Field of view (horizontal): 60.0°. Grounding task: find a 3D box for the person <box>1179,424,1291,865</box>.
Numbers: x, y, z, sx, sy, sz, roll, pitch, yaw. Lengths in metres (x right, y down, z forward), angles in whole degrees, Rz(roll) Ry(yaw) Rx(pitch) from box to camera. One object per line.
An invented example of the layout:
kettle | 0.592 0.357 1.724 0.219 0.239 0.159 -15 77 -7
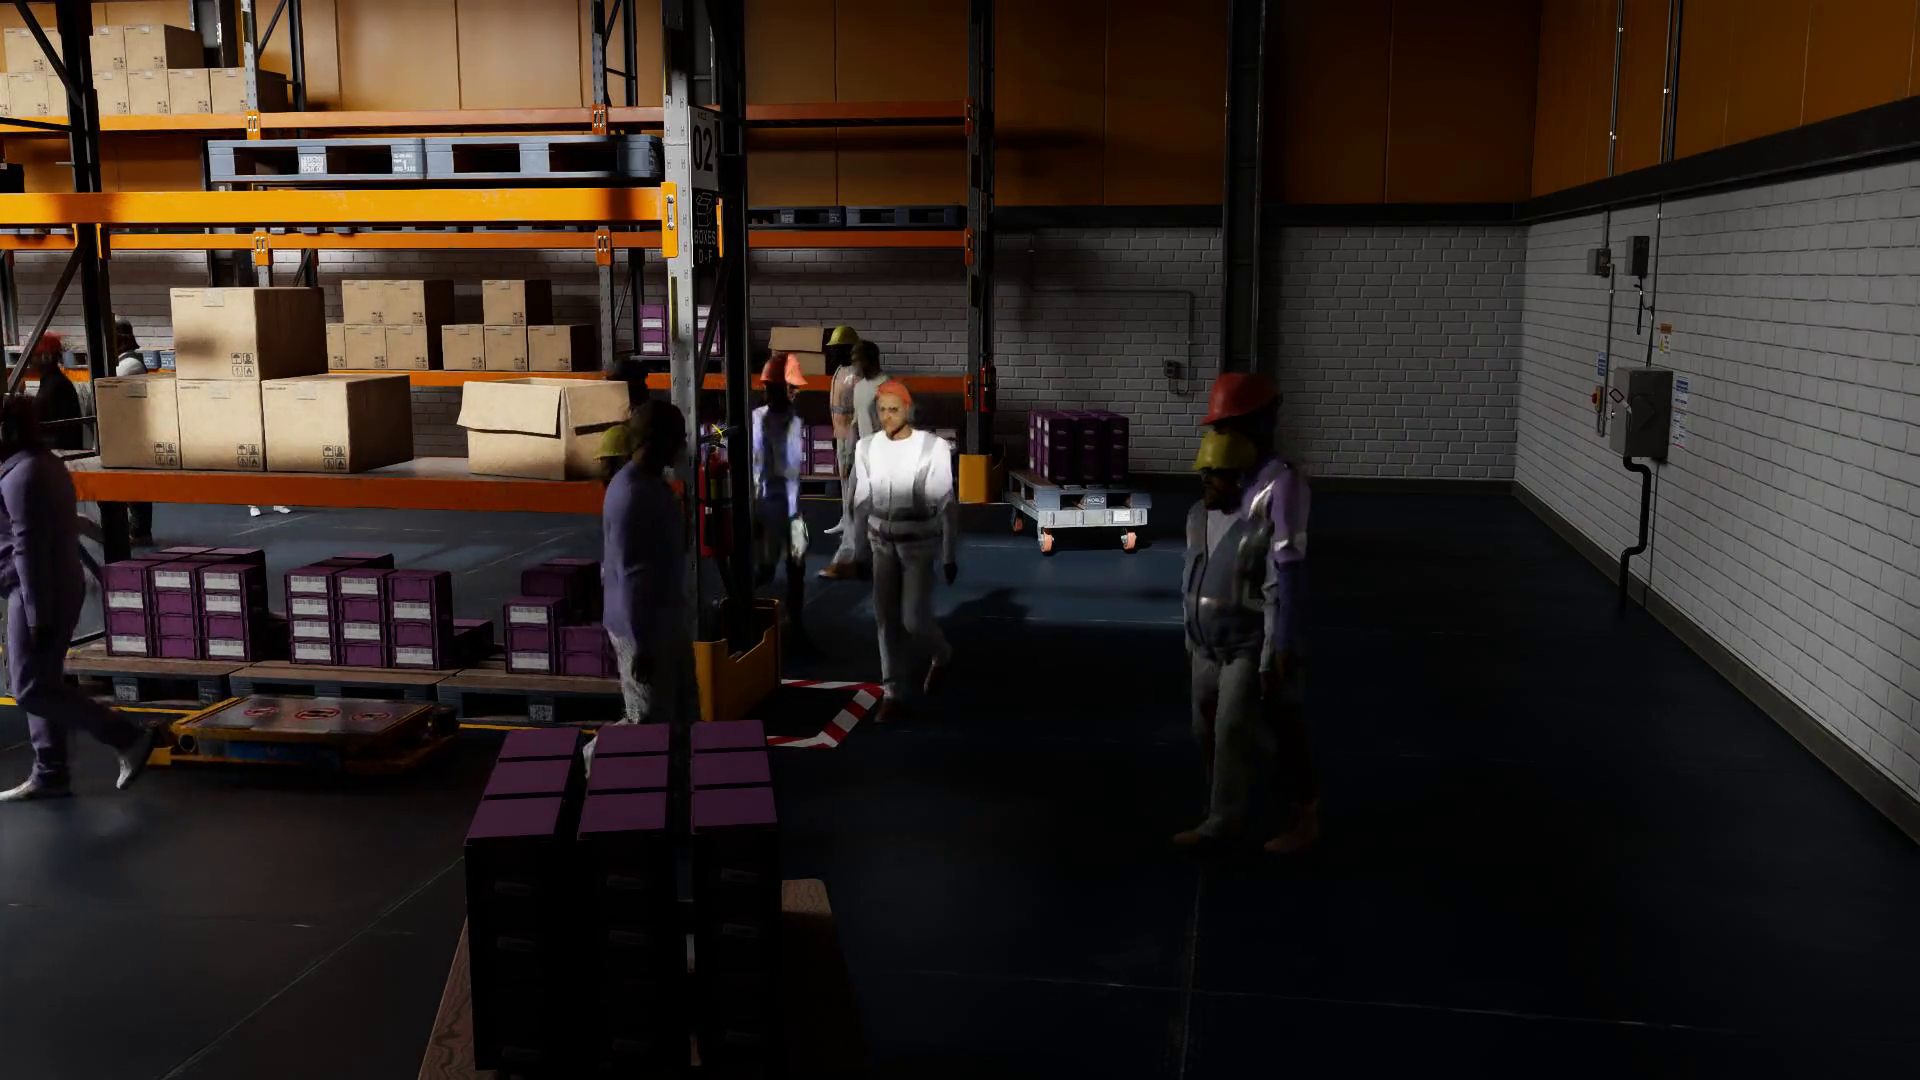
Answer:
person | 1.186 0.410 6.893 0.686 1.808 0.592 -6 11 -34

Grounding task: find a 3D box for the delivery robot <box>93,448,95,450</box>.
delivery robot | -9.064 -0.731 17.523 0.707 0.478 0.477 4 10 22

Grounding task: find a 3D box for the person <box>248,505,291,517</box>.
person | -6.891 -1.058 16.498 0.513 1.638 0.313 -8 12 -42

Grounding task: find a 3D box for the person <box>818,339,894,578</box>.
person | -0.710 -0.627 13.108 0.911 1.896 0.668 -5 11 -31

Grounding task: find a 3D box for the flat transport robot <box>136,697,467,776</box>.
flat transport robot | -3.262 0.953 8.247 1.431 0.197 0.652 1 9 9

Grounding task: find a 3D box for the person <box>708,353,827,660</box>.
person | -1.218 -0.212 10.398 0.760 1.918 0.559 6 11 32

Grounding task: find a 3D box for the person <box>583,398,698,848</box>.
person | -1.352 0.369 6.852 0.741 1.909 0.643 0 9 1

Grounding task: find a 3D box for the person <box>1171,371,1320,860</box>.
person | 1.206 0.312 6.817 0.620 2.014 0.646 -3 10 -18

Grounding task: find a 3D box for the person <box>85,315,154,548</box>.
person | -7.367 -0.954 14.600 0.536 2.000 0.673 -5 10 -26

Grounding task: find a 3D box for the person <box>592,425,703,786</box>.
person | -1.441 0.326 7.686 0.563 1.703 0.487 -1 9 -4

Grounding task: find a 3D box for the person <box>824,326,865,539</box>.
person | -1.017 -0.970 15.048 0.375 1.929 0.585 -4 10 -25

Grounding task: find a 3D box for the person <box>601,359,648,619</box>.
person | -2.343 -0.326 11.367 0.506 1.825 0.652 -5 10 -28

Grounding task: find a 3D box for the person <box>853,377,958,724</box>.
person | -0.267 0.043 8.958 0.598 1.863 0.559 4 10 25

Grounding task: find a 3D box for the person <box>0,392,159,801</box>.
person | -4.065 0.270 7.514 0.614 1.886 0.662 -3 10 -18

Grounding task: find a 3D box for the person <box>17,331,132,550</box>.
person | -6.879 -0.631 12.802 0.676 1.972 0.629 -6 11 -34
